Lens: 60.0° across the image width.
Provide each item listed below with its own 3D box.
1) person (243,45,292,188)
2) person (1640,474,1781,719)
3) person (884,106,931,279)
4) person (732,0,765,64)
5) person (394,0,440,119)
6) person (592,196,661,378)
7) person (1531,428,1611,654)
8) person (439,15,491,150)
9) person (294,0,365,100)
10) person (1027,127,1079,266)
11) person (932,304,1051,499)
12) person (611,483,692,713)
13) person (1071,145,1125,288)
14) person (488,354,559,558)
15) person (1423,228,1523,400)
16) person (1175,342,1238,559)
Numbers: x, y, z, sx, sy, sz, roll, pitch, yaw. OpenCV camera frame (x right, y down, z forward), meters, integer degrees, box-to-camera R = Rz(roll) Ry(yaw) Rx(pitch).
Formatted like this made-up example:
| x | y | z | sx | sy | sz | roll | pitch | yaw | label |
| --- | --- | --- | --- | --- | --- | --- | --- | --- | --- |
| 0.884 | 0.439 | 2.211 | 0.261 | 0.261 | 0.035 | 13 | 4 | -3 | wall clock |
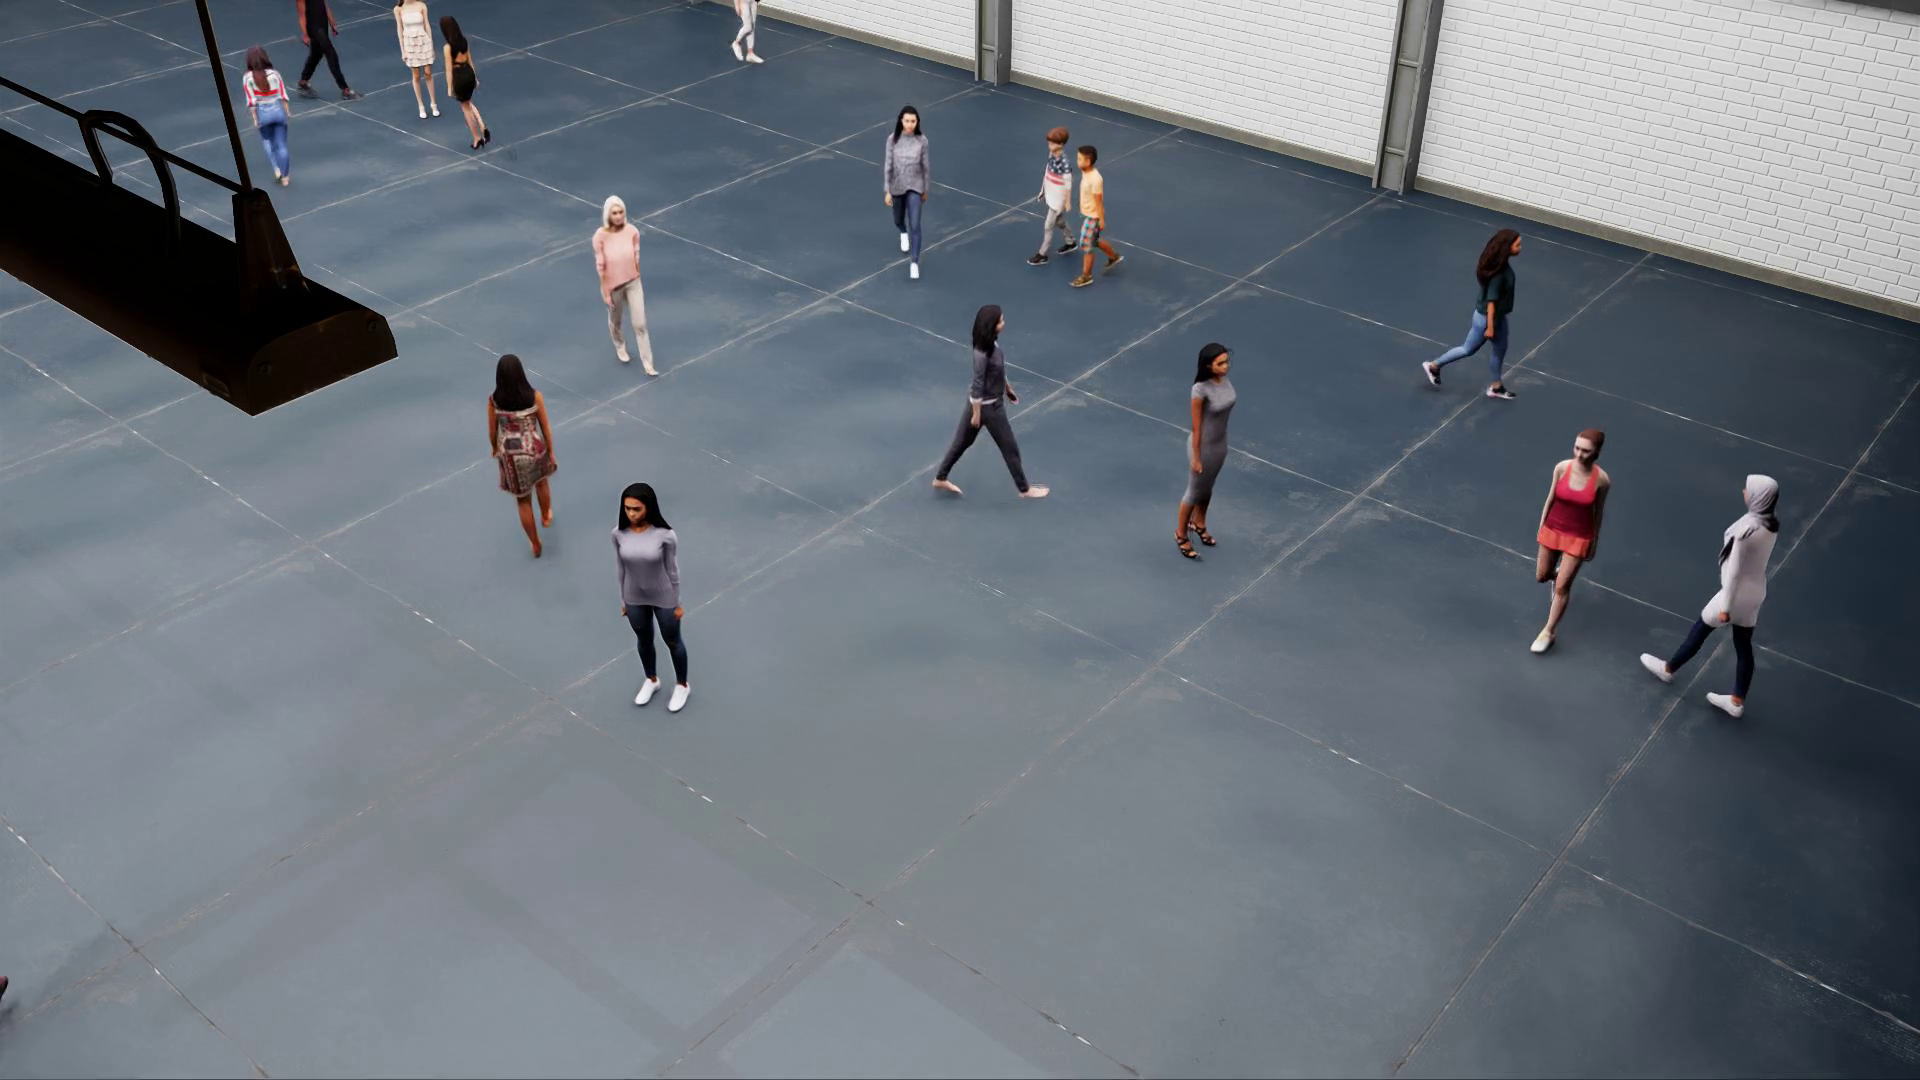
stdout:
| x | y | z | sx | sy | sz | roll | pitch | yaw | label |
| --- | --- | --- | --- | --- | --- | --- | --- | --- | --- |
| -7.851 | -4.806 | 18.956 | 0.710 | 1.601 | 0.738 | -12 | 35 | -17 | person |
| 5.220 | 0.416 | 10.969 | 0.798 | 1.744 | 1.059 | -20 | 38 | -27 | person |
| -0.548 | -3.630 | 17.096 | 1.127 | 1.701 | 1.105 | 2 | 34 | 3 | person |
| -2.986 | -7.388 | 22.752 | 0.736 | 1.697 | 0.668 | 19 | 38 | 26 | person |
| -6.815 | -6.166 | 20.882 | 0.642 | 1.734 | 0.663 | -12 | 35 | -18 | person |
| -3.125 | -2.343 | 15.178 | 0.887 | 1.681 | 1.174 | -16 | 37 | -22 | person |
| 4.306 | -0.052 | 11.685 | 0.867 | 1.731 | 0.644 | 23 | 40 | 30 | person |
| -5.862 | -5.423 | 19.856 | 0.686 | 1.631 | 0.650 | 19 | 38 | 26 | person |
| -8.366 | -6.559 | 21.433 | 1.293 | 1.776 | 1.056 | 7 | 34 | 10 | person |
| 1.046 | -3.600 | 17.305 | 0.818 | 1.419 | 0.888 | -15 | 36 | -21 | person |
| 0.109 | -1.063 | 13.224 | 1.227 | 1.711 | 1.079 | 1 | 34 | 2 | person |
| -2.036 | 0.368 | 11.050 | 0.624 | 1.735 | 0.735 | 5 | 34 | 8 | person |
| 1.389 | -3.295 | 16.830 | 0.874 | 1.437 | 0.906 | -10 | 35 | -14 | person |
| -3.307 | -0.602 | 12.612 | 0.892 | 1.620 | 0.996 | -10 | 35 | -15 | person |
| 4.599 | -1.997 | 14.743 | 1.149 | 1.584 | 0.842 | 13 | 36 | 18 | person |
| 1.868 | -0.690 | 12.600 | 0.524 | 1.780 | 0.587 | 24 | 41 | 32 | person |
